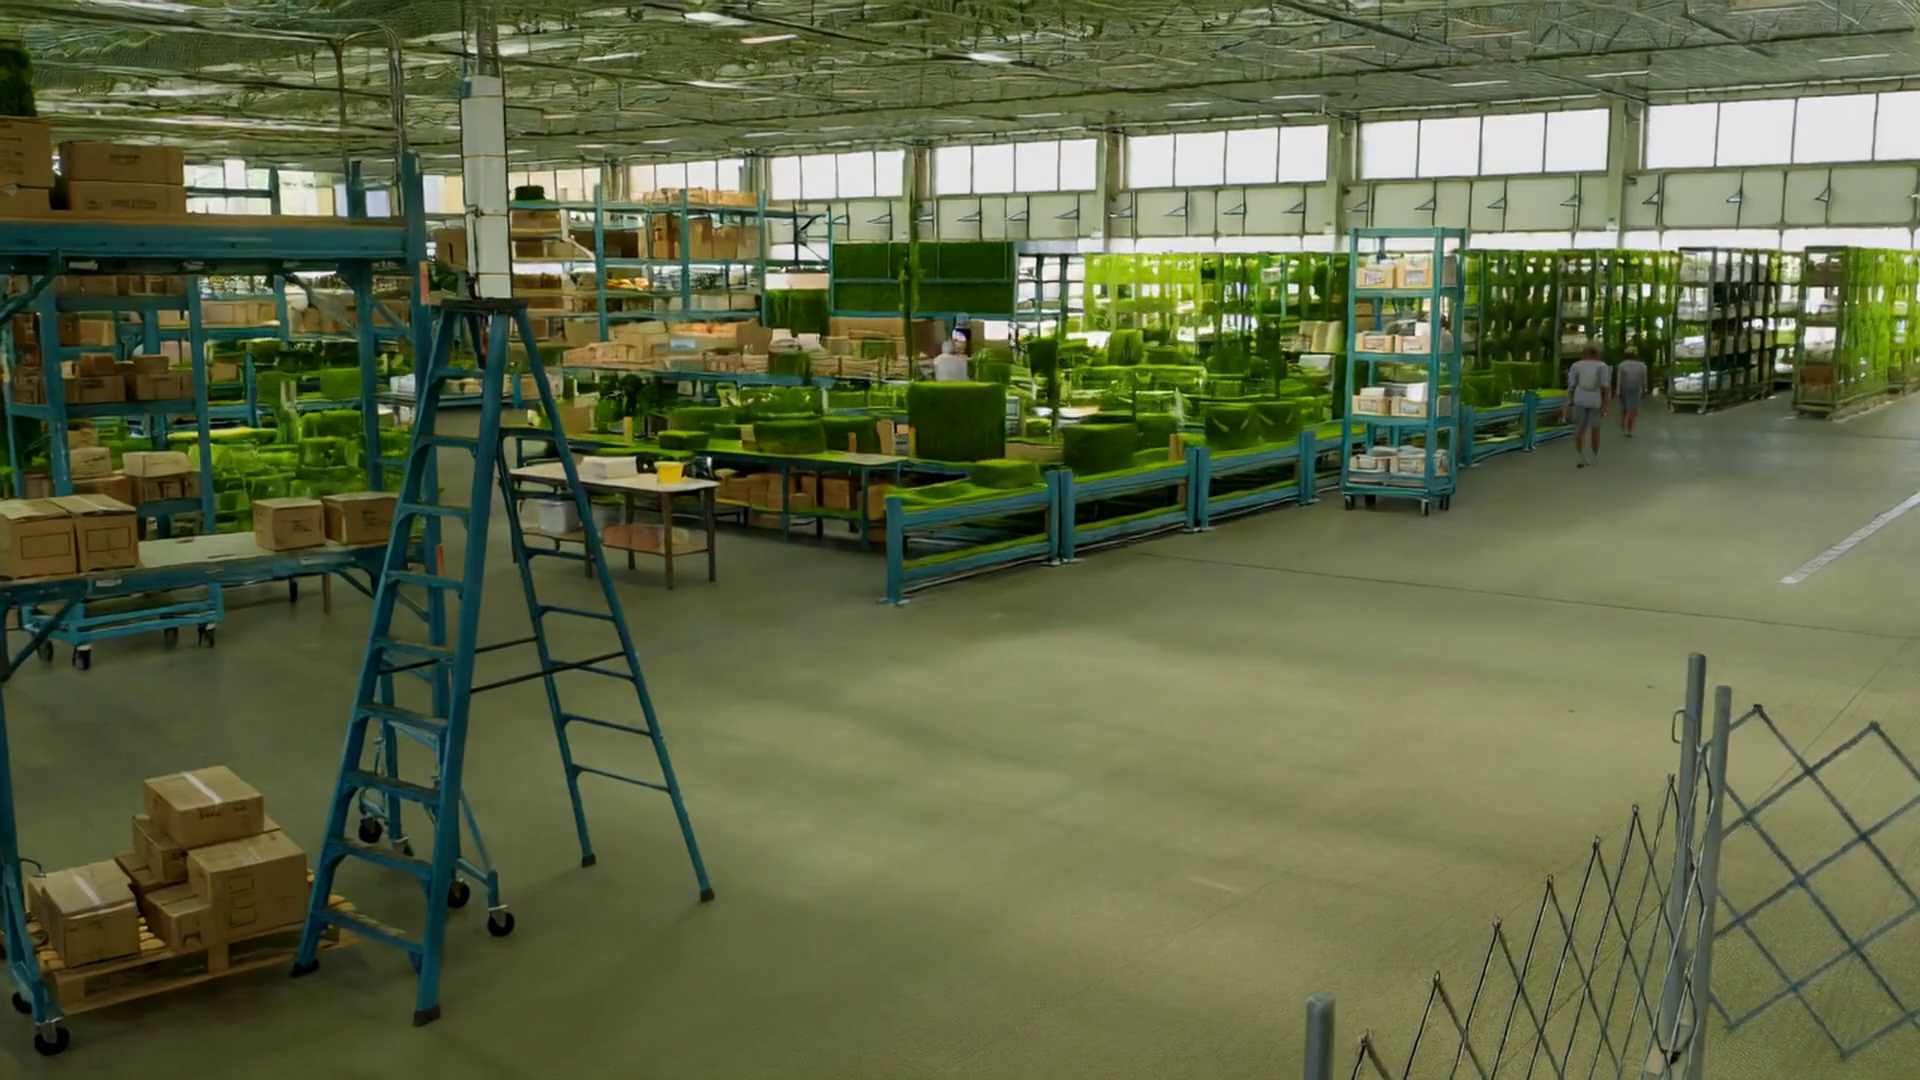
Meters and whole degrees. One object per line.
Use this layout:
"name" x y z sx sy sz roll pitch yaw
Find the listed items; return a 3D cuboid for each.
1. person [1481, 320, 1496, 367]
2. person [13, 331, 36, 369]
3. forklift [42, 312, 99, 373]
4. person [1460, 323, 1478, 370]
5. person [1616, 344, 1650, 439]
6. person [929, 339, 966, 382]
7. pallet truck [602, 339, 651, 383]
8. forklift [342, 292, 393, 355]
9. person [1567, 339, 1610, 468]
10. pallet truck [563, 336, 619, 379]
"person" 15.010 -5.418 46.692 0.840 1.962 0.638 3 10 18
"person" -23.019 -4.330 40.977 0.467 1.615 0.514 8 12 40
"forklift" -23.779 -5.451 44.052 1.873 2.768 1.129 7 11 36
"person" 13.151 -4.722 42.918 0.609 1.789 0.921 9 12 43
"person" 12.330 -2.704 30.472 0.535 1.736 0.775 1 9 6
"person" -0.213 -2.597 29.375 0.653 1.879 0.573 0 9 -2
"pallet truck" -8.991 -4.871 45.351 0.653 1.274 1.630 7 11 37
"forklift" -16.485 -5.622 45.120 1.129 2.768 1.873 7 11 37
"person" 9.929 -2.161 26.262 0.642 1.991 1.020 5 11 31
"pallet truck" -10.690 -5.294 48.215 1.601 1.201 0.680 -5 10 -26
